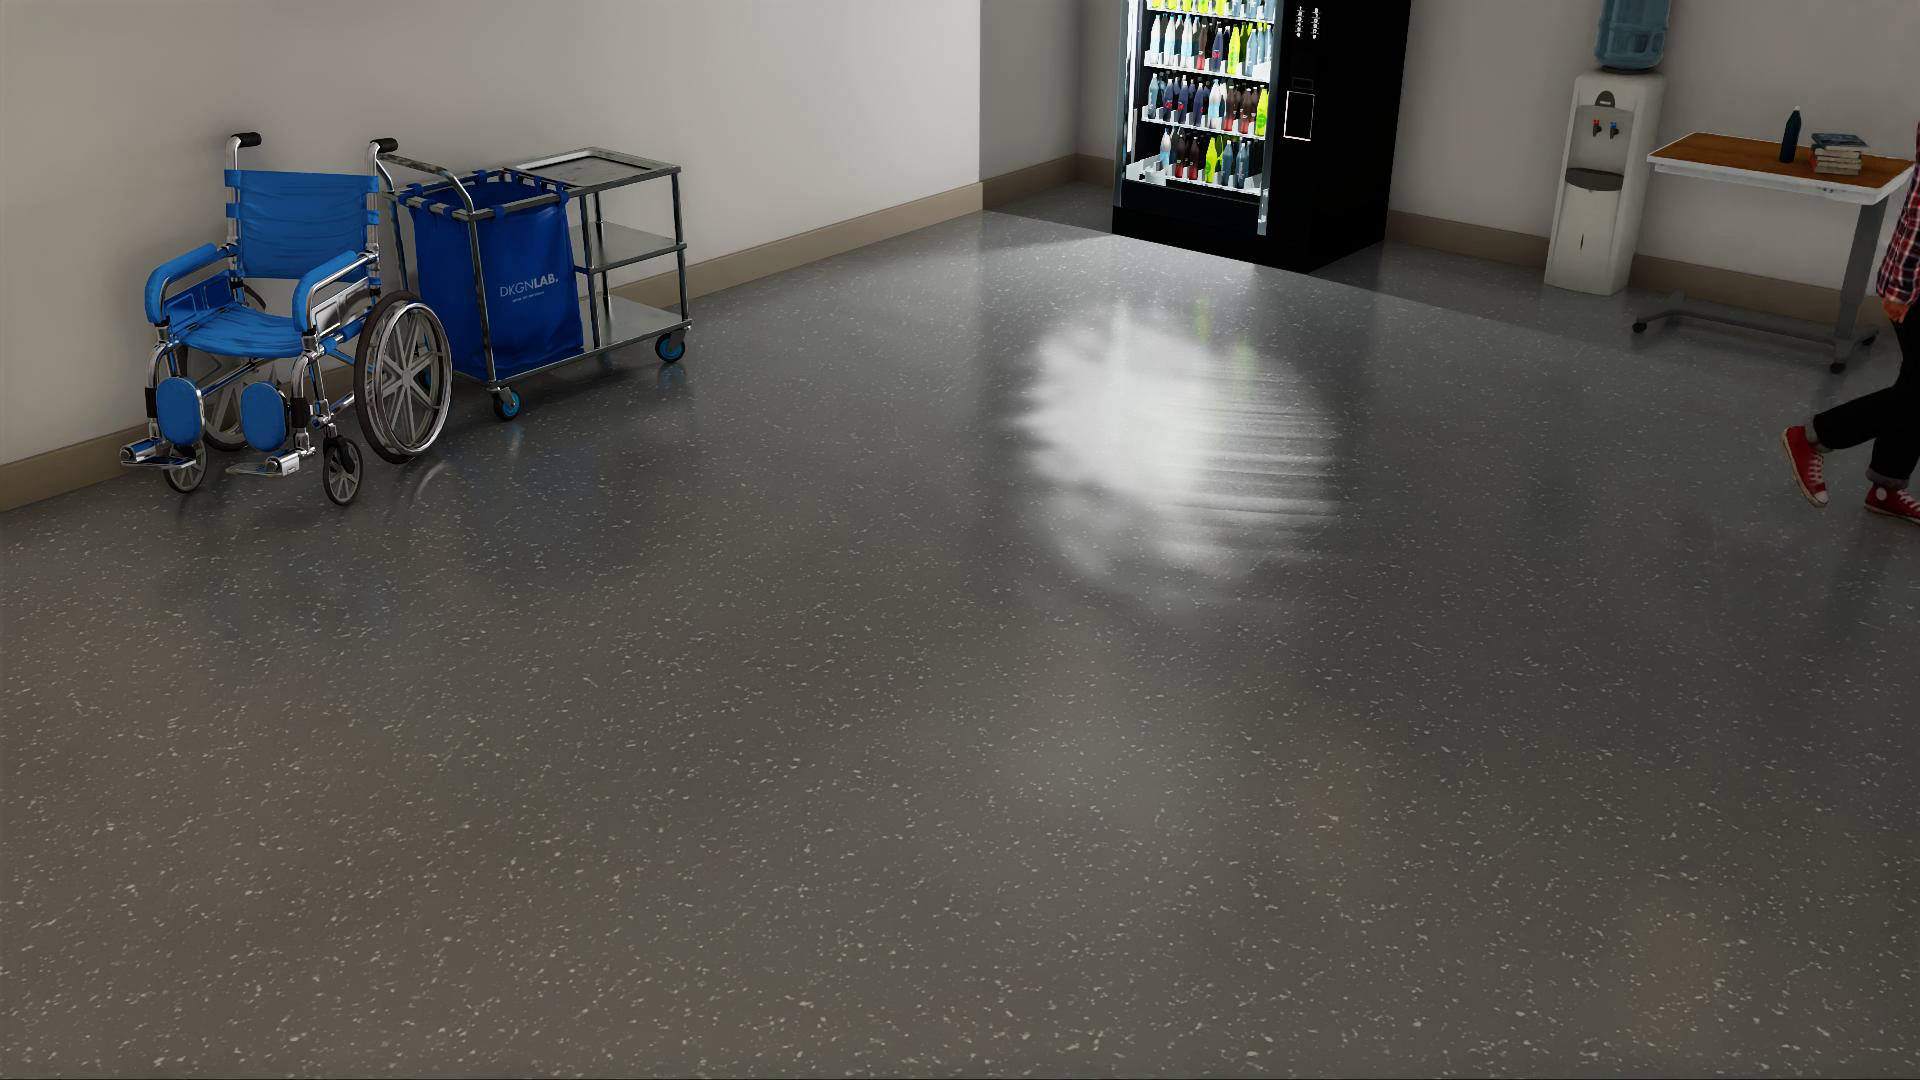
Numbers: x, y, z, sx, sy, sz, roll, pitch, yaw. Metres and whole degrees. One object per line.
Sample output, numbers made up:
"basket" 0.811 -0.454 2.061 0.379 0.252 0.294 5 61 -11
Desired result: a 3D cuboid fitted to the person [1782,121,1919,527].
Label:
"person" 3.152 -0.887 5.484 0.801 1.749 0.699 22 33 37
